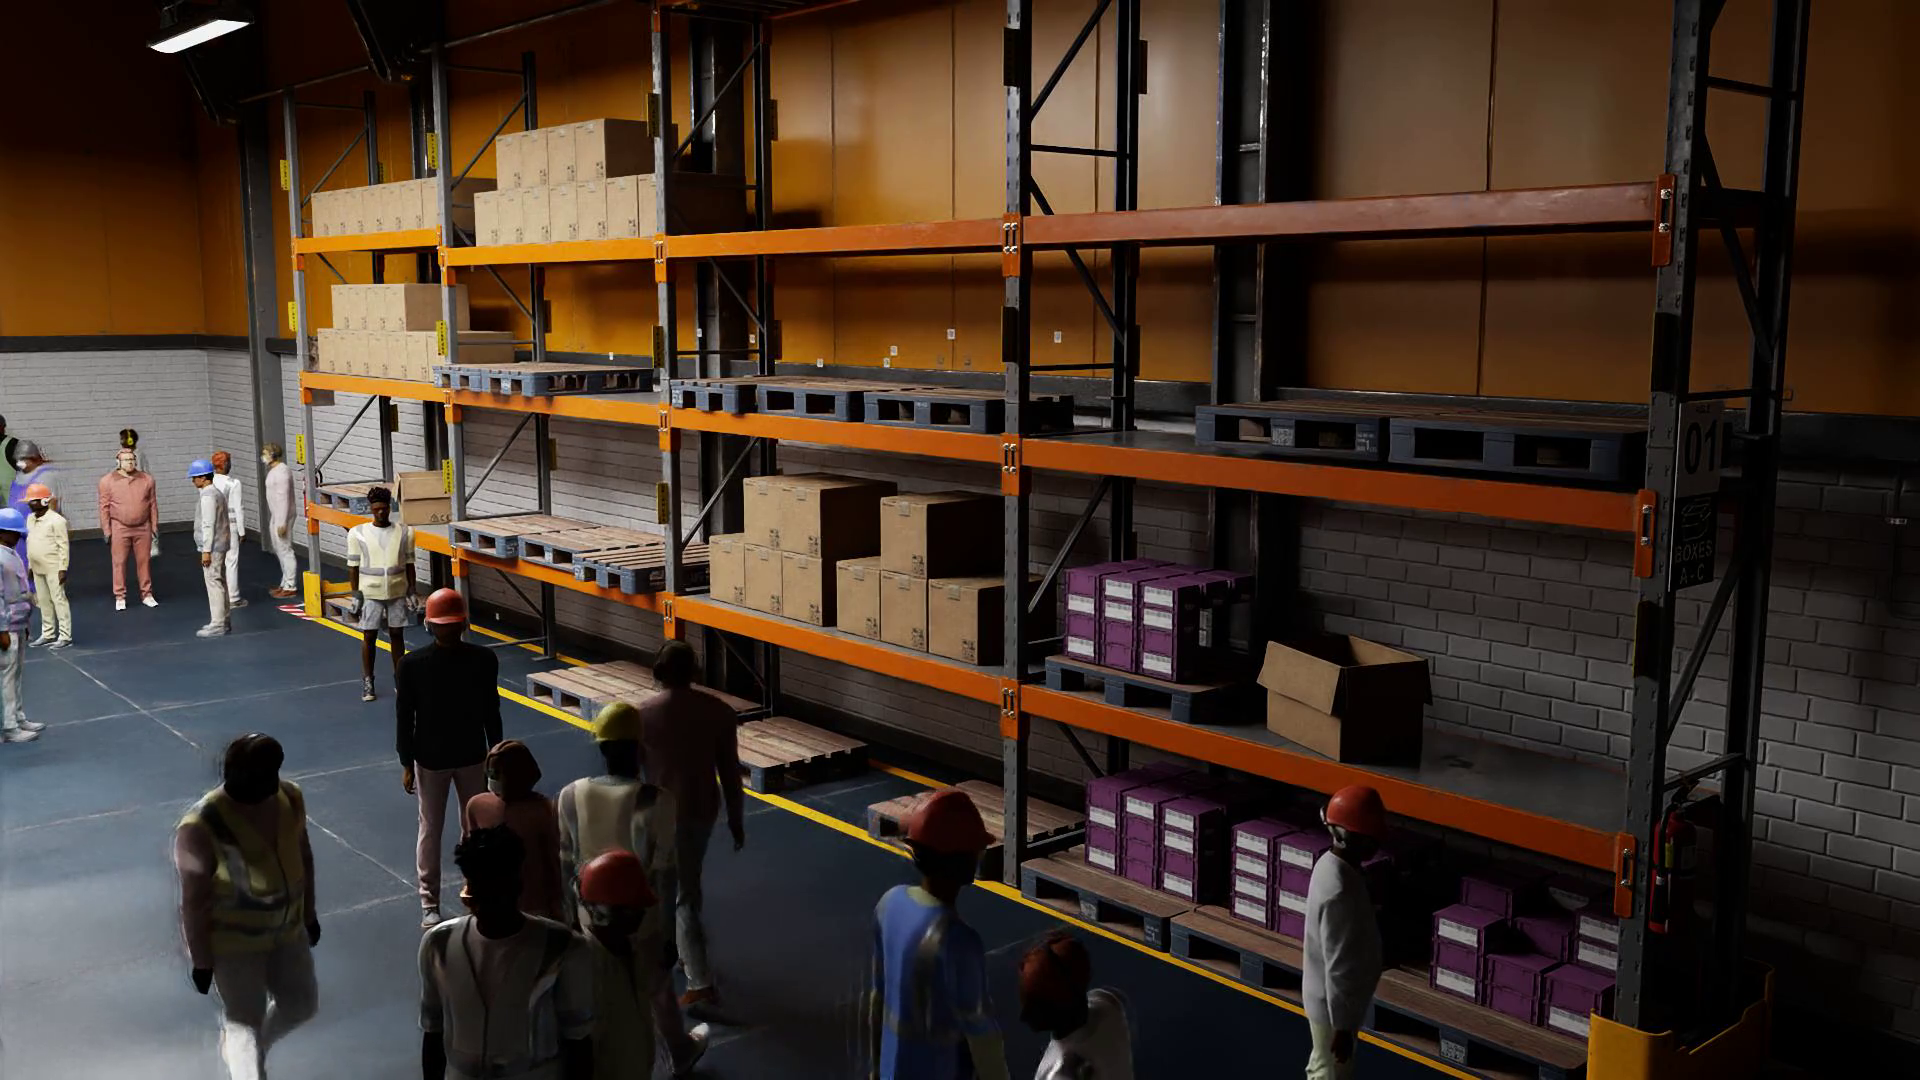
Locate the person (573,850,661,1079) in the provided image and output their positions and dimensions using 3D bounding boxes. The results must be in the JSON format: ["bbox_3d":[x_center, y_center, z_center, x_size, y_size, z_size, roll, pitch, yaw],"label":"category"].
[{"bbox_3d":[-1.272,1.940,5.907,0.566,1.729,0.573,2,8,14],"label":"person"}]

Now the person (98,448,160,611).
[{"bbox_3d":[-9.823,-0.131,19.707,0.642,1.913,0.408,-7,11,-41],"label":"person"}]

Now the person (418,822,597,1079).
[{"bbox_3d":[-1.509,1.885,5.535,0.606,1.957,0.373,1,8,7],"label":"person"}]

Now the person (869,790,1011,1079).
[{"bbox_3d":[-0.005,1.838,5.713,1.060,1.990,0.619,-4,9,-24],"label":"person"}]

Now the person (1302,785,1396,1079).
[{"bbox_3d":[1.538,1.827,6.647,0.340,1.748,0.563,2,8,11],"label":"person"}]

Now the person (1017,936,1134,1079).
[{"bbox_3d":[0.372,2.026,4.944,0.345,1.854,0.673,3,9,23],"label":"person"}]

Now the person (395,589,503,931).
[{"bbox_3d":[-2.968,1.264,9.716,0.614,1.994,0.381,-5,10,-32],"label":"person"}]

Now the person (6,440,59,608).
[{"bbox_3d":[-10.998,-0.186,19.640,0.713,2.000,0.647,4,9,29],"label":"person"}]

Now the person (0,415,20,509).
[{"bbox_3d":[-13.880,-0.823,24.066,0.688,2.000,0.536,-5,10,-31],"label":"person"}]

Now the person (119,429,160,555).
[{"bbox_3d":[-11.655,-0.655,23.636,0.441,1.839,0.533,-4,9,-27],"label":"person"}]

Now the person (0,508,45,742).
[{"bbox_3d":[-7.902,0.699,13.831,0.395,1.941,0.601,-2,9,-17],"label":"person"}]

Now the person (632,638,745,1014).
[{"bbox_3d":[-1.428,1.475,8.727,0.640,1.890,0.981,-5,10,-33],"label":"person"}]

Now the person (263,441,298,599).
[{"bbox_3d":[-8.345,-0.249,20.441,0.369,1.939,0.631,-5,9,-29],"label":"person"}]

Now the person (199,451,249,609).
[{"bbox_3d":[-8.750,-0.118,19.755,0.573,1.877,0.352,2,8,13],"label":"person"}]

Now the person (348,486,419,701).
[{"bbox_3d":[-5.286,0.480,15.263,0.605,1.966,0.373,-4,9,-27],"label":"person"}]

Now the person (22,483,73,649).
[{"bbox_3d":[-9.592,0.273,17.438,0.573,1.749,0.343,4,9,26],"label":"person"}]

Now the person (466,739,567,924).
[{"bbox_3d":[-2.068,1.724,7.771,0.501,1.631,0.286,2,8,11],"label":"person"}]

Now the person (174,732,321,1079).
[{"bbox_3d":[-3.091,1.709,7.226,0.515,1.819,0.655,4,9,26],"label":"person"}]

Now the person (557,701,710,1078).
[{"bbox_3d":[-1.489,1.648,7.472,0.597,1.867,0.993,2,9,16],"label":"person"}]

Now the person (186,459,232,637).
[{"bbox_3d":[-8.185,0.080,18.173,0.419,1.934,0.620,-3,9,-17],"label":"person"}]
